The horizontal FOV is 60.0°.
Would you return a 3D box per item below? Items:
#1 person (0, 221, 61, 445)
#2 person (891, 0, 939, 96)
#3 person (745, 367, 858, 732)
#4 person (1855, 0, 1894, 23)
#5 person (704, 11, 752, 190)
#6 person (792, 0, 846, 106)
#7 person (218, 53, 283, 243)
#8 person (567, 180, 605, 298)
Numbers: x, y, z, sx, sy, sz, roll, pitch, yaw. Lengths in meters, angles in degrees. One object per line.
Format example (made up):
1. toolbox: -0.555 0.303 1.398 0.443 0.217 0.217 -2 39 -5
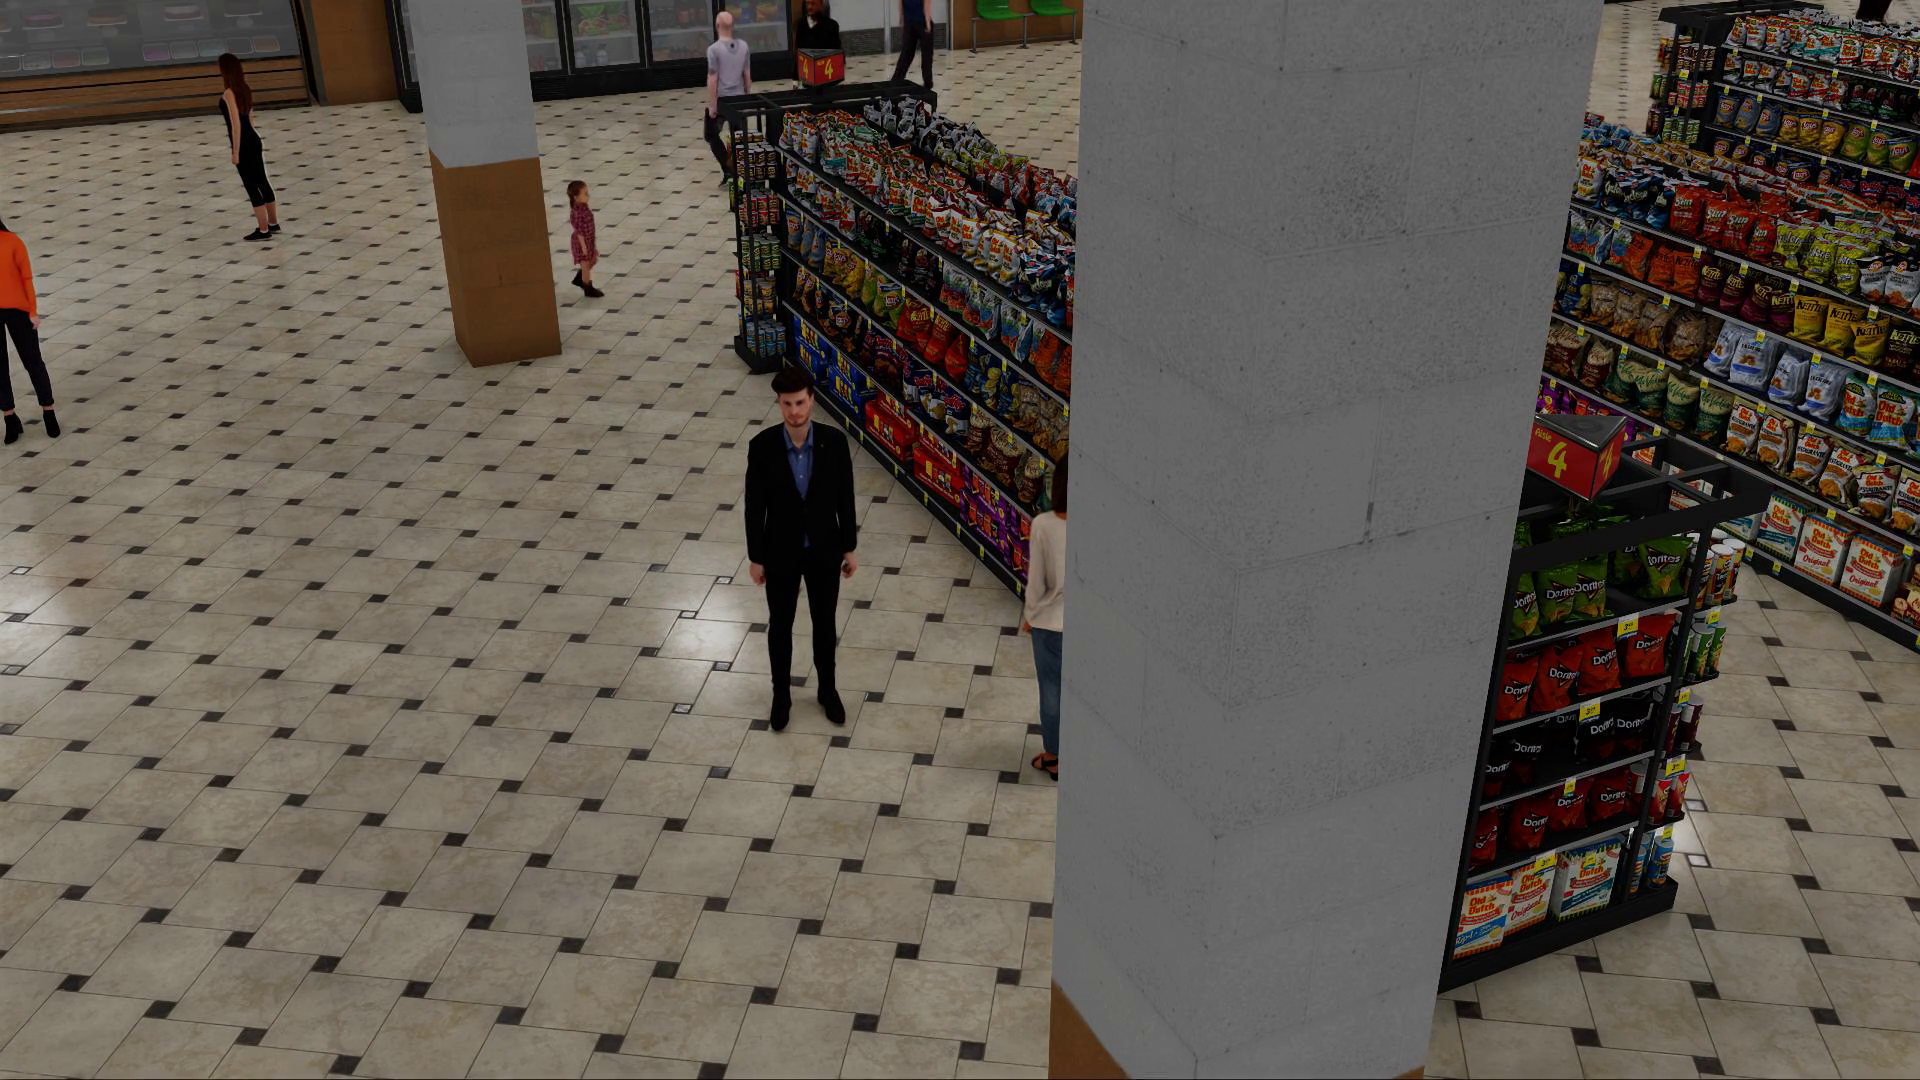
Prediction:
1. person: -6.515 -1.530 11.324 0.624 1.747 0.564 -10 29 -19
2. person: -0.600 -6.582 21.193 1.175 1.831 1.162 12 29 23
3. person: -0.766 0.032 8.086 0.745 1.891 0.676 -6 27 -11
4. person: 13.266 -7.918 23.961 1.056 1.711 1.065 14 30 25
5. person: -2.323 -4.422 16.945 0.751 1.822 0.723 -20 33 -34
6. person: -1.457 -4.956 17.961 1.298 1.855 1.209 15 31 27
7. person: -6.689 -3.683 15.594 0.711 1.726 0.594 1 27 2
8. person: -3.248 -2.565 14.174 0.589 1.015 0.528 1 27 2
